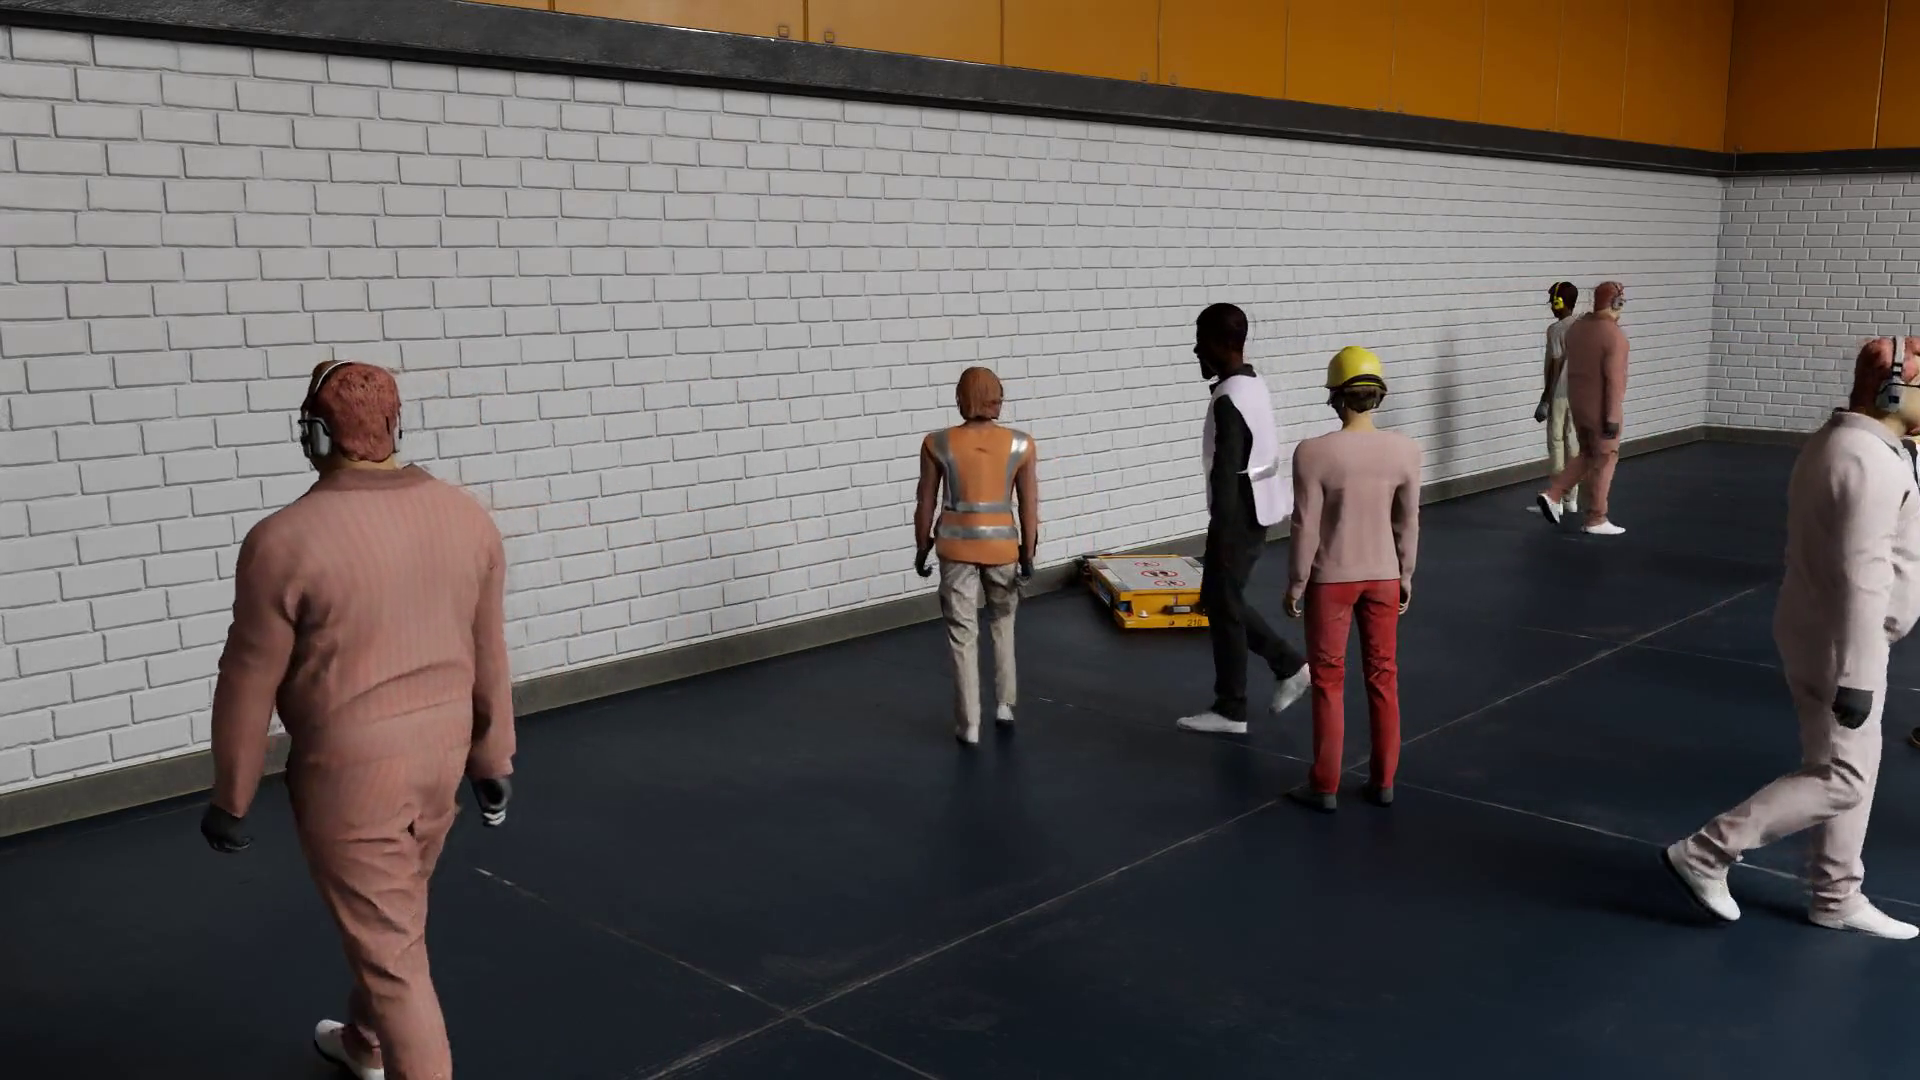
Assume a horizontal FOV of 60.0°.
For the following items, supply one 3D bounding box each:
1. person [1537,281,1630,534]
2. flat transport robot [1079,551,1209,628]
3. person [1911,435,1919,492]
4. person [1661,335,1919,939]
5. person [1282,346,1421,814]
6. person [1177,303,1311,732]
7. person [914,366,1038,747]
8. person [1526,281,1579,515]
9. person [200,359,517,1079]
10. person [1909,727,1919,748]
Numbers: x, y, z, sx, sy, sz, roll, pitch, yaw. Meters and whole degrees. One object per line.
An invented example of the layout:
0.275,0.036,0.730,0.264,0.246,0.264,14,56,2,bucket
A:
4.688,-0.969,12.333,0.506,1.885,0.667,-2,10,-12,person
1.150,0.277,9.838,0.652,0.197,1.431,-1,10,-6,flat transport robot
6.083,-0.628,10.275,0.374,1.928,0.543,6,11,29,person
2.594,0.317,5.045,0.664,1.882,0.684,3,10,17,person
1.470,0.153,6.299,0.534,1.765,0.325,-3,10,-14,person
1.245,-0.074,7.214,0.509,1.897,0.604,3,10,15,person
0.058,0.063,7.212,0.522,1.625,0.529,-2,10,-9,person
4.804,-1.132,13.330,0.516,1.865,0.329,-7,12,-37,person
-1.454,0.523,3.894,0.895,1.874,0.647,6,12,32,person
4.300,-0.055,6.903,0.606,1.966,0.367,0,10,2,person
